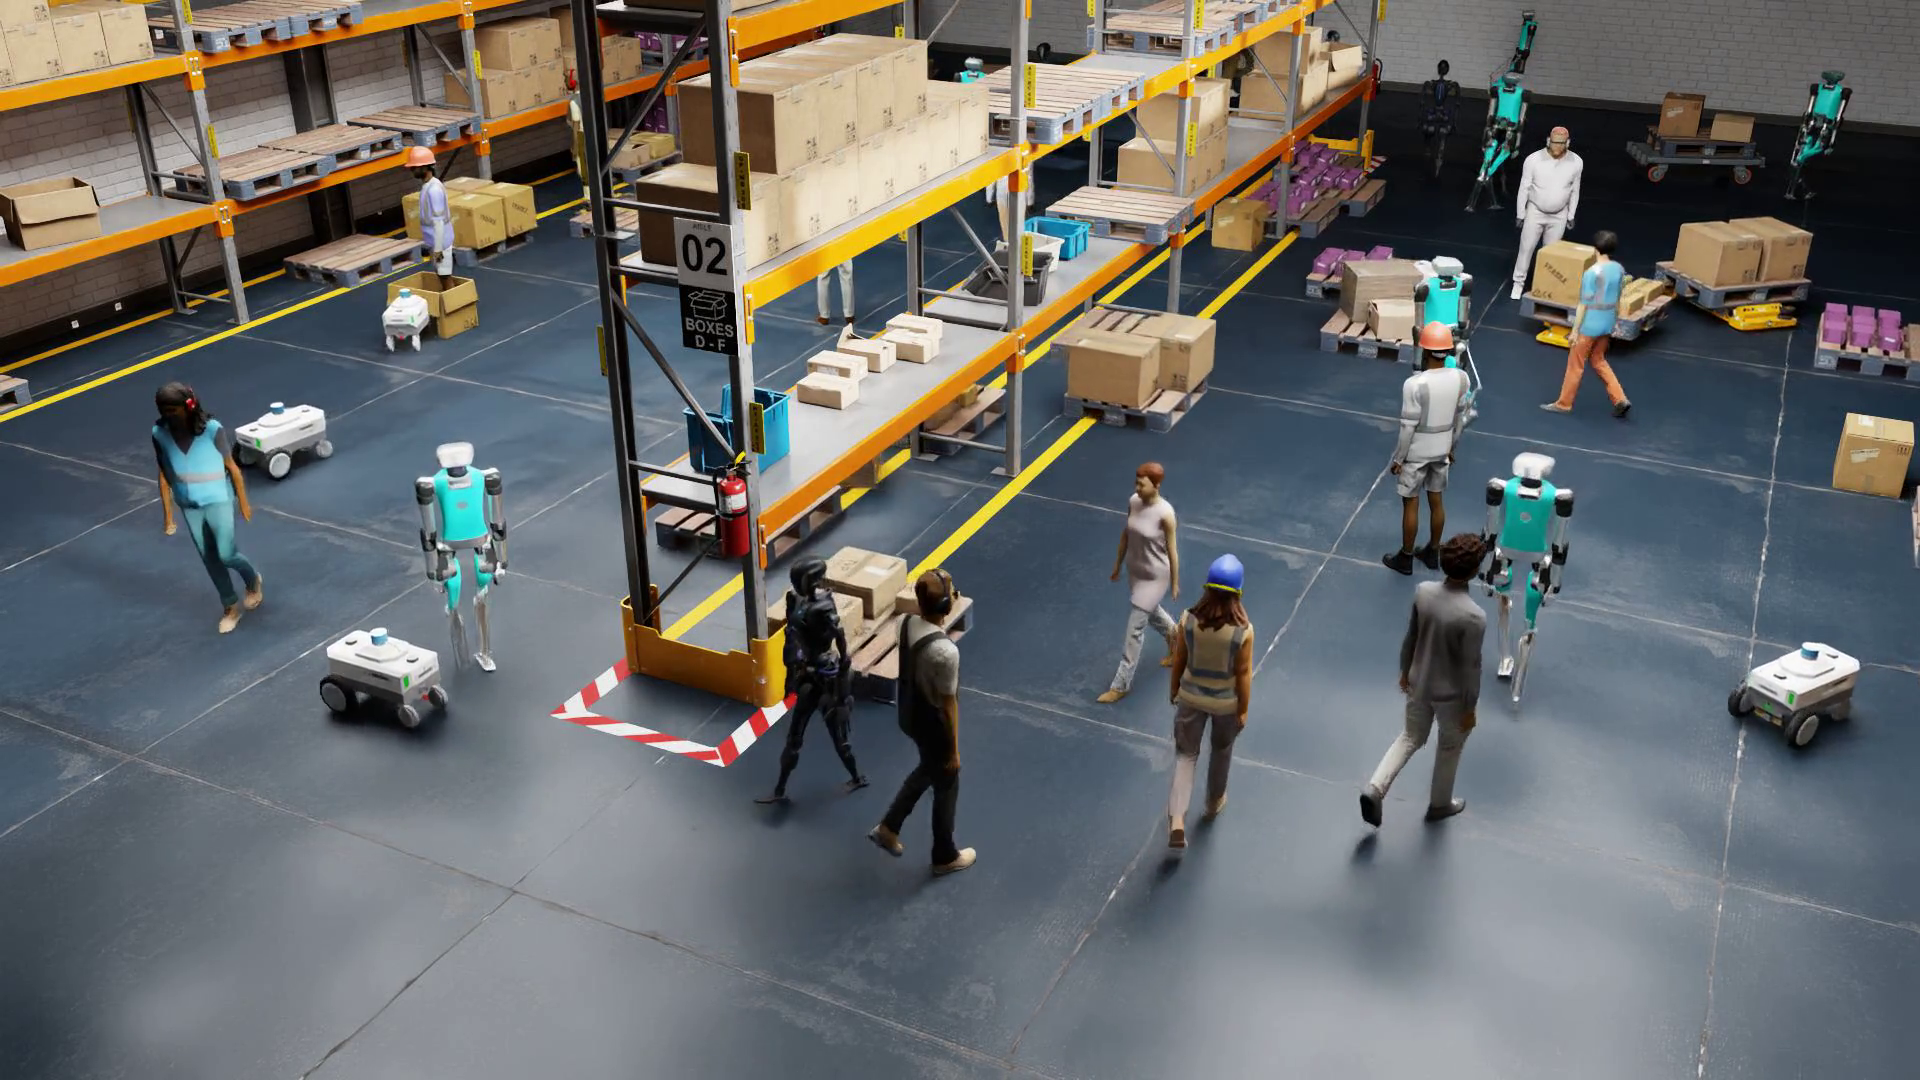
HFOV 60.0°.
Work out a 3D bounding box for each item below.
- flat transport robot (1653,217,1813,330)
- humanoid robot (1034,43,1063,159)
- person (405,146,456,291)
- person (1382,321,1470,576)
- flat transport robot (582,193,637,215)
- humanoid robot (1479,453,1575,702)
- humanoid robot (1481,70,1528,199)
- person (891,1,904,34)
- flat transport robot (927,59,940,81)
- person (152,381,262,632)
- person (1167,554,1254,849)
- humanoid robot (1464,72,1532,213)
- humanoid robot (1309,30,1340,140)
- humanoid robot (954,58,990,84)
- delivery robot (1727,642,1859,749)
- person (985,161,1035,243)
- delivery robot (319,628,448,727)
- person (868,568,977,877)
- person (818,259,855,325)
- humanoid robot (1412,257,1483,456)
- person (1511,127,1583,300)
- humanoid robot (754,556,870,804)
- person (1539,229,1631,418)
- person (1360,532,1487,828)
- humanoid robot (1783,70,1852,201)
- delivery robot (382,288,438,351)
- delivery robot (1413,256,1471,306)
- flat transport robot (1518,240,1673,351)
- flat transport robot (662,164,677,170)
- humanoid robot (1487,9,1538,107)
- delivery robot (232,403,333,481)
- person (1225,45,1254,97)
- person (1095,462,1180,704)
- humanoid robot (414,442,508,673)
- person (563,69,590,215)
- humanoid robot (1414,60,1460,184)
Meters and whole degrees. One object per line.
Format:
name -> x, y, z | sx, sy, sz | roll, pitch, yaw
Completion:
flat transport robot -> 8.309, -2.596, 18.022 | 0.659, 0.231, 1.431 | -6, 27, -12
humanoid robot -> 1.249, -6.370, 24.110 | 0.790, 1.625, 0.614 | -17, 31, -31
person -> -5.415, -3.093, 17.163 | 0.376, 1.933, 0.542 | -11, 28, -22
person -> 3.417, -0.672, 12.260 | 0.550, 1.933, 0.373 | -10, 28, -19
flat transport robot -> -4.062, -4.223, 21.309 | 1.431, 0.231, 0.659 | 11, 29, 22
humanoid robot -> 3.653, 0.184, 10.783 | 0.544, 1.784, 0.824 | 12, 29, 23
humanoid robot -> 7.289, -5.419, 22.190 | 0.603, 1.628, 0.764 | -4, 27, -8
person -> -1.056, -9.381, 29.986 | 0.365, 1.825, 0.511 | 1, 26, 1
flat transport robot -> -1.030, -7.524, 27.975 | 0.659, 0.231, 1.431 | 5, 27, 10
person -> -5.190, -0.239, 11.474 | 0.531, 1.848, 0.440 | 0, 26, 0
person -> 1.377, 0.908, 9.271 | 0.470, 1.744, 0.756 | 8, 27, 15
humanoid robot -> 6.833, -5.046, 21.297 | 0.589, 1.770, 0.777 | 19, 32, 33
humanoid robot -> 5.556, -6.873, 25.144 | 0.603, 1.637, 0.785 | -21, 33, -36
humanoid robot -> 0.153, -5.490, 22.225 | 0.544, 1.769, 0.904 | 2, 26, 4
delivery robot -> 5.335, 0.934, 10.562 | 0.784, 0.589, 0.499 | -14, 30, -27
person -> 0.533, -3.856, 18.909 | 0.586, 1.731, 0.535 | 17, 31, 31
delivery robot -> -3.709, 0.847, 10.733 | 0.767, 0.583, 0.499 | 12, 29, 23
person -> -0.192, 1.021, 8.961 | 0.511, 1.826, 0.582 | -18, 31, -32
person -> -1.332, -3.163, 17.359 | 0.565, 1.875, 0.391 | -5, 27, -9
humanoid robot -> 4.140, -1.402, 14.036 | 0.540, 1.854, 0.775 | -8, 27, -15
person -> 6.376, -3.536, 18.079 | 0.650, 1.904, 0.405 | 3, 26, 6
humanoid robot -> -0.842, 0.844, 9.528 | 0.728, 1.633, 0.608 | -22, 34, -37
person -> 5.774, -1.918, 14.997 | 0.528, 1.748, 0.668 | -20, 33, -35
person -> 2.642, 0.823, 9.309 | 0.725, 1.876, 0.550 | -18, 32, -32
humanoid robot -> 11.006, -5.164, 21.611 | 1.006, 1.758, 0.533 | -17, 31, -30
delivery robot -> -5.653, -2.286, 17.060 | 0.499, 0.583, 0.767 | 0, 26, 0
delivery robot -> 5.173, -2.793, 18.106 | 0.499, 0.603, 0.794 | -16, 31, -29
flat transport robot -> 6.628, -2.254, 17.331 | 0.659, 0.231, 1.431 | 22, 34, 37
flat transport robot -> -3.466, -5.104, 23.088 | 1.431, 0.231, 0.659 | -21, 33, -36
humanoid robot -> 8.562, -7.421, 25.999 | 0.722, 1.697, 0.532 | 3, 27, 7
delivery robot -> -5.806, -0.864, 14.223 | 0.499, 0.614, 0.817 | 17, 31, 30
person -> 4.798, -8.395, 27.890 | 0.746, 1.904, 0.574 | 14, 30, 26
person -> 1.238, 0.215, 10.818 | 0.860, 1.616, 0.447 | -16, 31, -30
humanoid robot -> -3.248, 0.121, 10.914 | 0.536, 1.810, 0.763 | -10, 28, -20
person -> -4.812, -5.095, 21.305 | 0.376, 1.836, 0.558 | 2, 26, 3
humanoid robot -> 6.565, -5.745, 22.861 | 0.594, 1.635, 0.781 | 8, 27, 16
